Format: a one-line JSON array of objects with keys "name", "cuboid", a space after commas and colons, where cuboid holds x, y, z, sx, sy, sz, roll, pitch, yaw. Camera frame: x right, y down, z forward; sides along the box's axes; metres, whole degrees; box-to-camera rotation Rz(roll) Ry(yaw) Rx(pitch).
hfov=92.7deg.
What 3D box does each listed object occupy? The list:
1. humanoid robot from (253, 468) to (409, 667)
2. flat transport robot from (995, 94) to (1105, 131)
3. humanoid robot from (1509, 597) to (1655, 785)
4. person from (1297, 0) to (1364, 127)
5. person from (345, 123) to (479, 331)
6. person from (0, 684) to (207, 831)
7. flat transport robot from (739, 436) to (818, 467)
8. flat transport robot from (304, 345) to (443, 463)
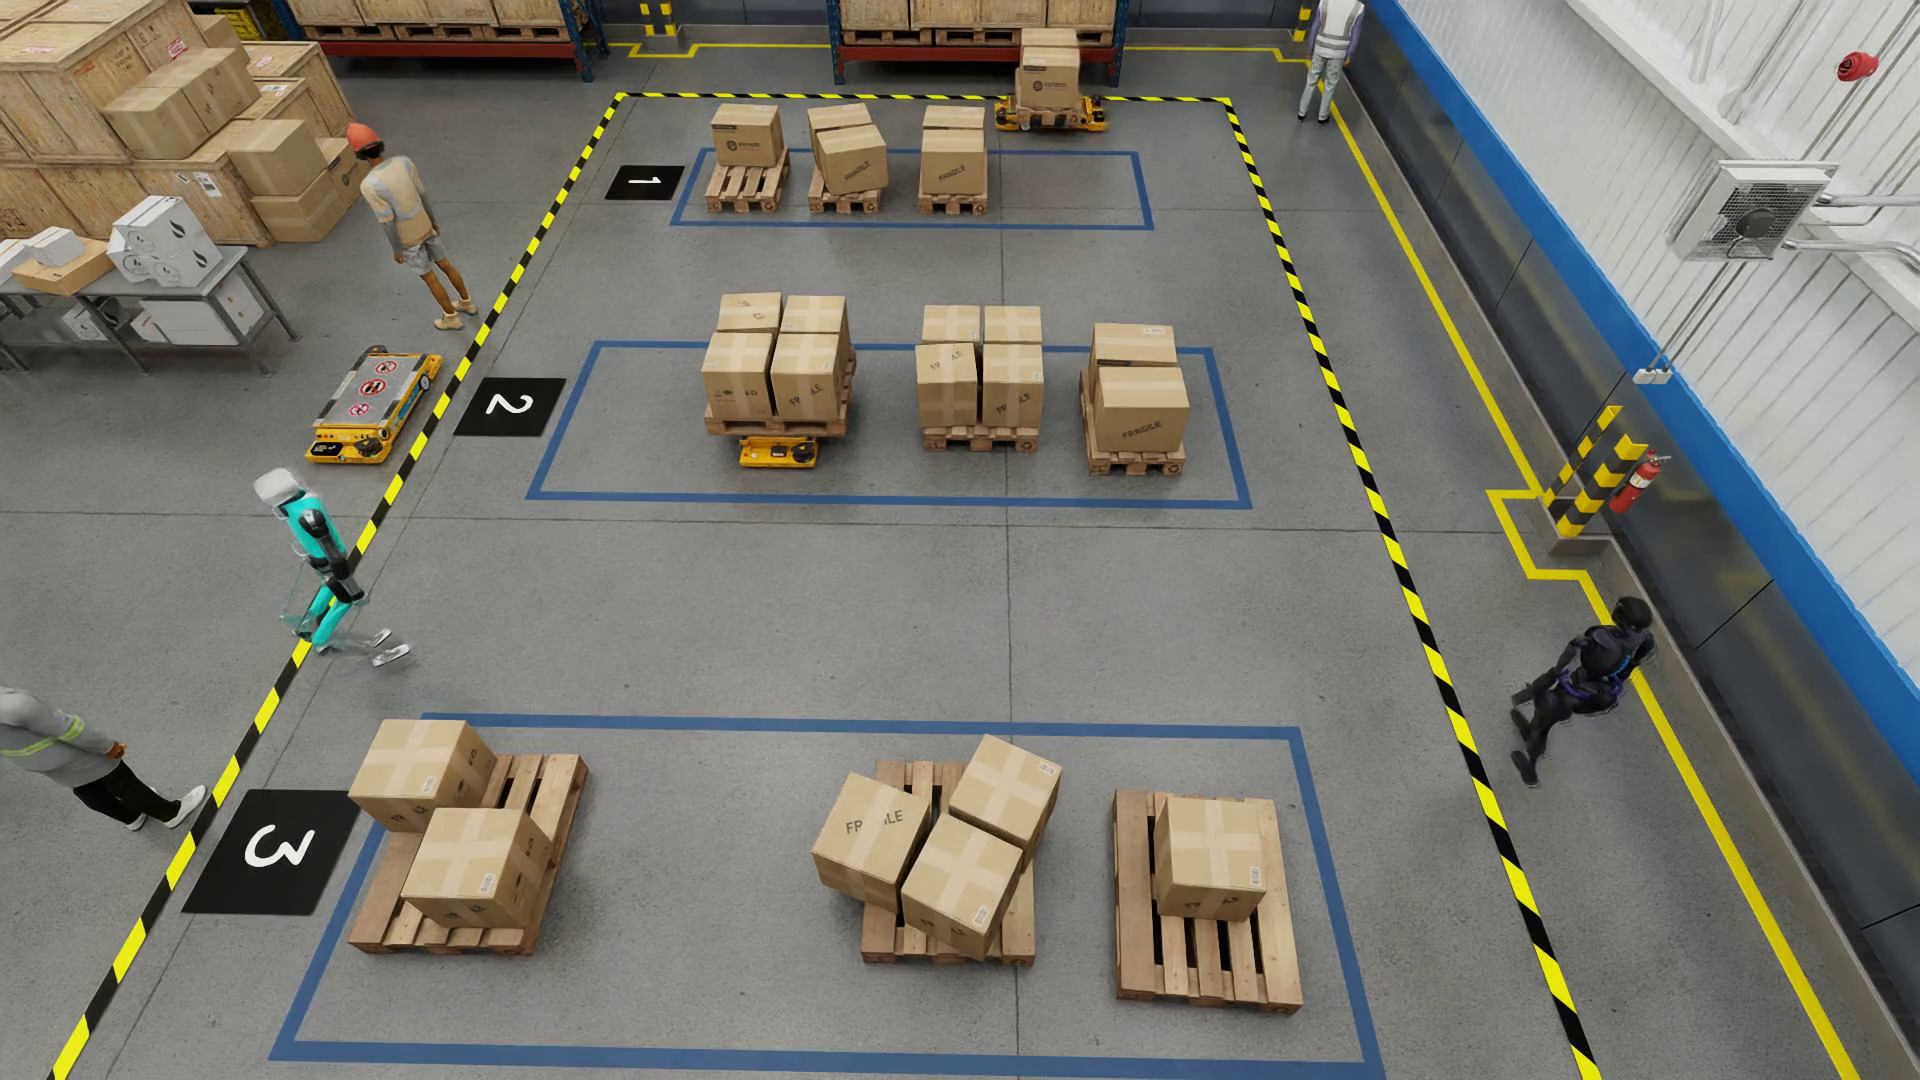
[{"name": "humanoid robot", "cuboid": [-4.299, 0.306, 6.058, 0.533, 1.677, 0.735, 35, 58, 26]}, {"name": "flat transport robot", "cuboid": [1.182, -5.688, 12.162, 1.431, 0.197, 0.652, 1, 50, 1]}, {"name": "humanoid robot", "cuboid": [3.798, 0.906, 5.687, 0.608, 1.643, 0.591, -4, 50, -4]}, {"name": "person", "cuboid": [4.692, -6.199, 11.594, 0.586, 1.822, 0.404, 23, 54, 19]}, {"name": "person", "cuboid": [-5.202, -2.916, 8.677, 0.391, 2.035, 0.613, 12, 51, 10]}, {"name": "person", "cuboid": [-5.226, 1.190, 5.323, 0.589, 1.852, 0.367, -1, 50, -1]}, {"name": "flat transport robot", "cuboid": [-1.582, -1.235, 8.394, 0.652, 0.197, 1.431, 1, 50, 1]}, {"name": "flat transport robot", "cuboid": [-5.383, -1.269, 8.441, 0.659, 0.231, 1.431, 1, 50, 1]}]
